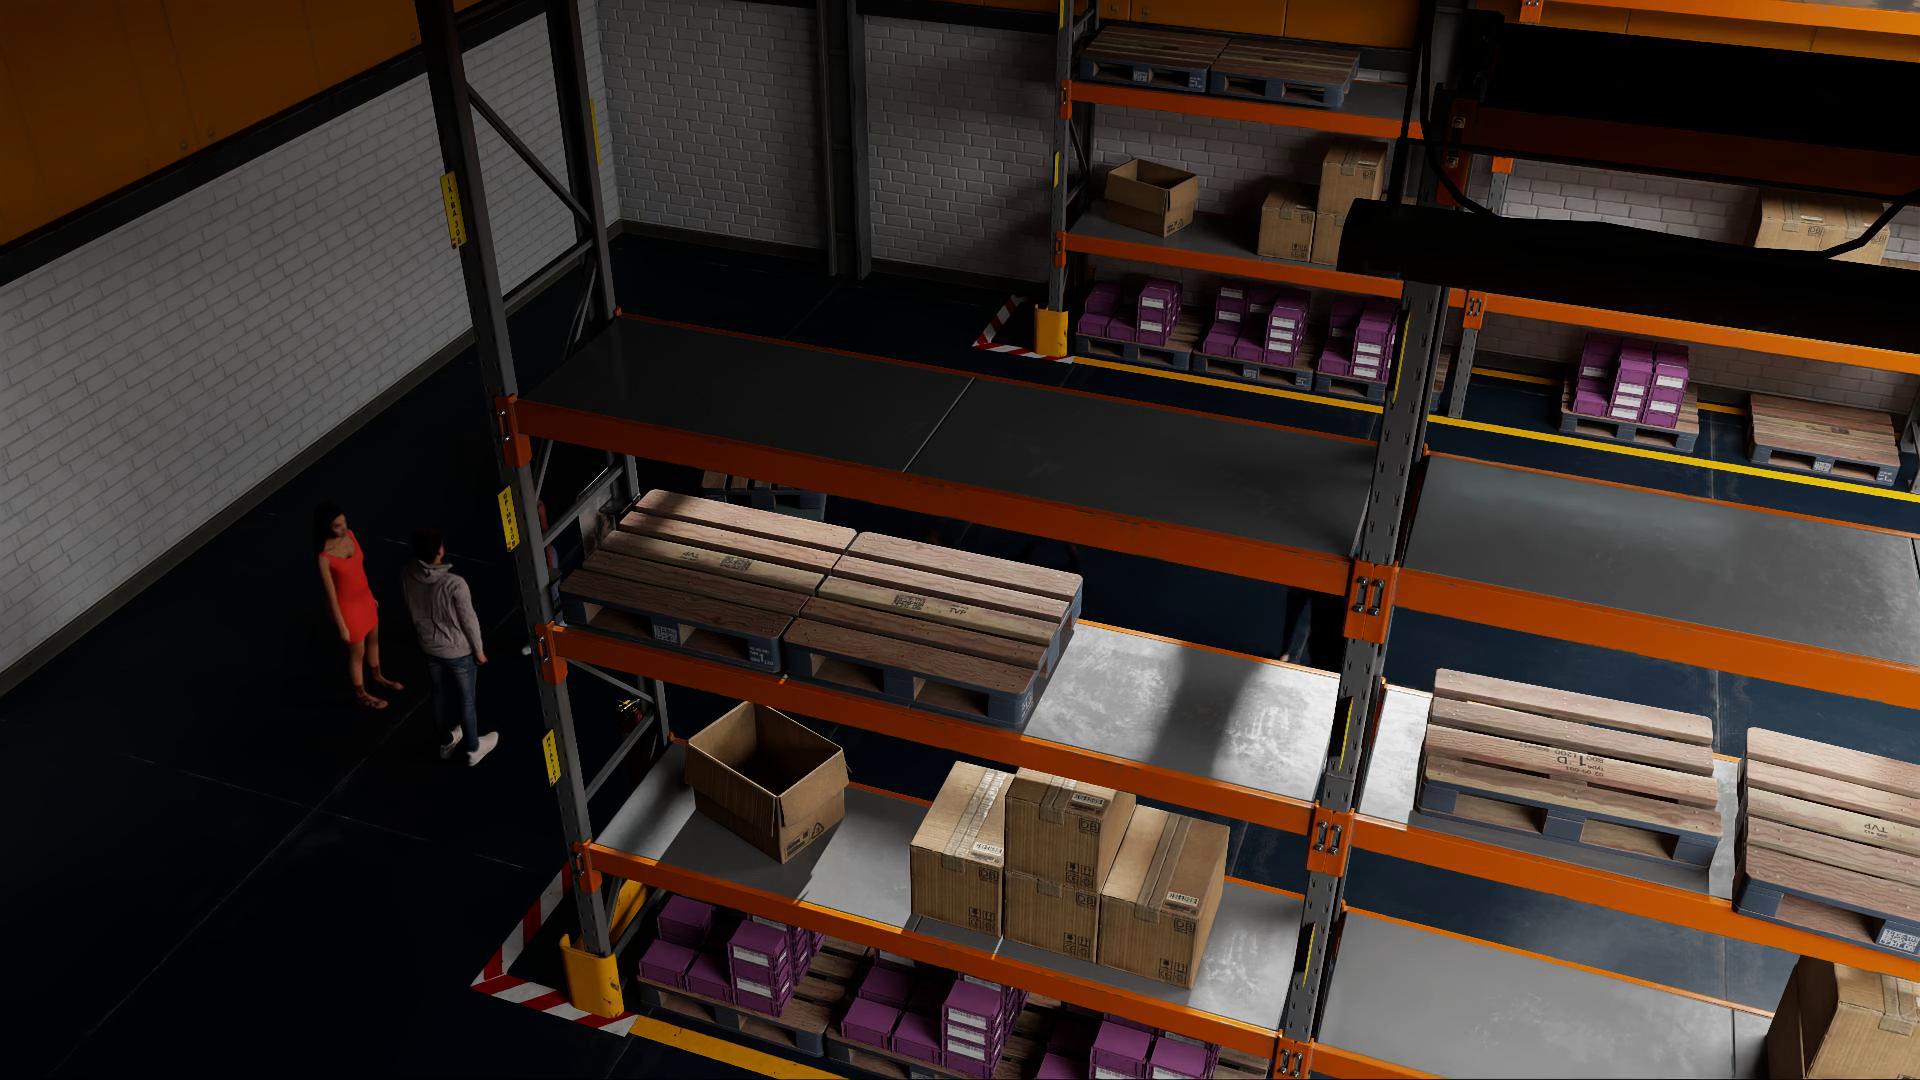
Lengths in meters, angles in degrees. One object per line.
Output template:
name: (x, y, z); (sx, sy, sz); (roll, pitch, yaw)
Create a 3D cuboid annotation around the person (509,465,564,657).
person: (-3.147, 0.156, 12.310); (0.489, 1.697, 0.657); (17, 37, 23)

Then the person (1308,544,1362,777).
person: (2.498, 0.788, 11.249); (0.730, 1.819, 0.759); (-1, 34, -2)

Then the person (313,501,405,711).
person: (-4.337, 0.463, 11.831); (0.564, 1.716, 0.620); (6, 34, 9)

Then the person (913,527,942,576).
person: (-0.209, 0.646, 11.592); (0.606, 1.676, 0.714); (-1, 34, -1)

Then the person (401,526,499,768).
person: (-3.512, 0.720, 11.322); (0.508, 1.850, 0.731); (9, 35, 14)
